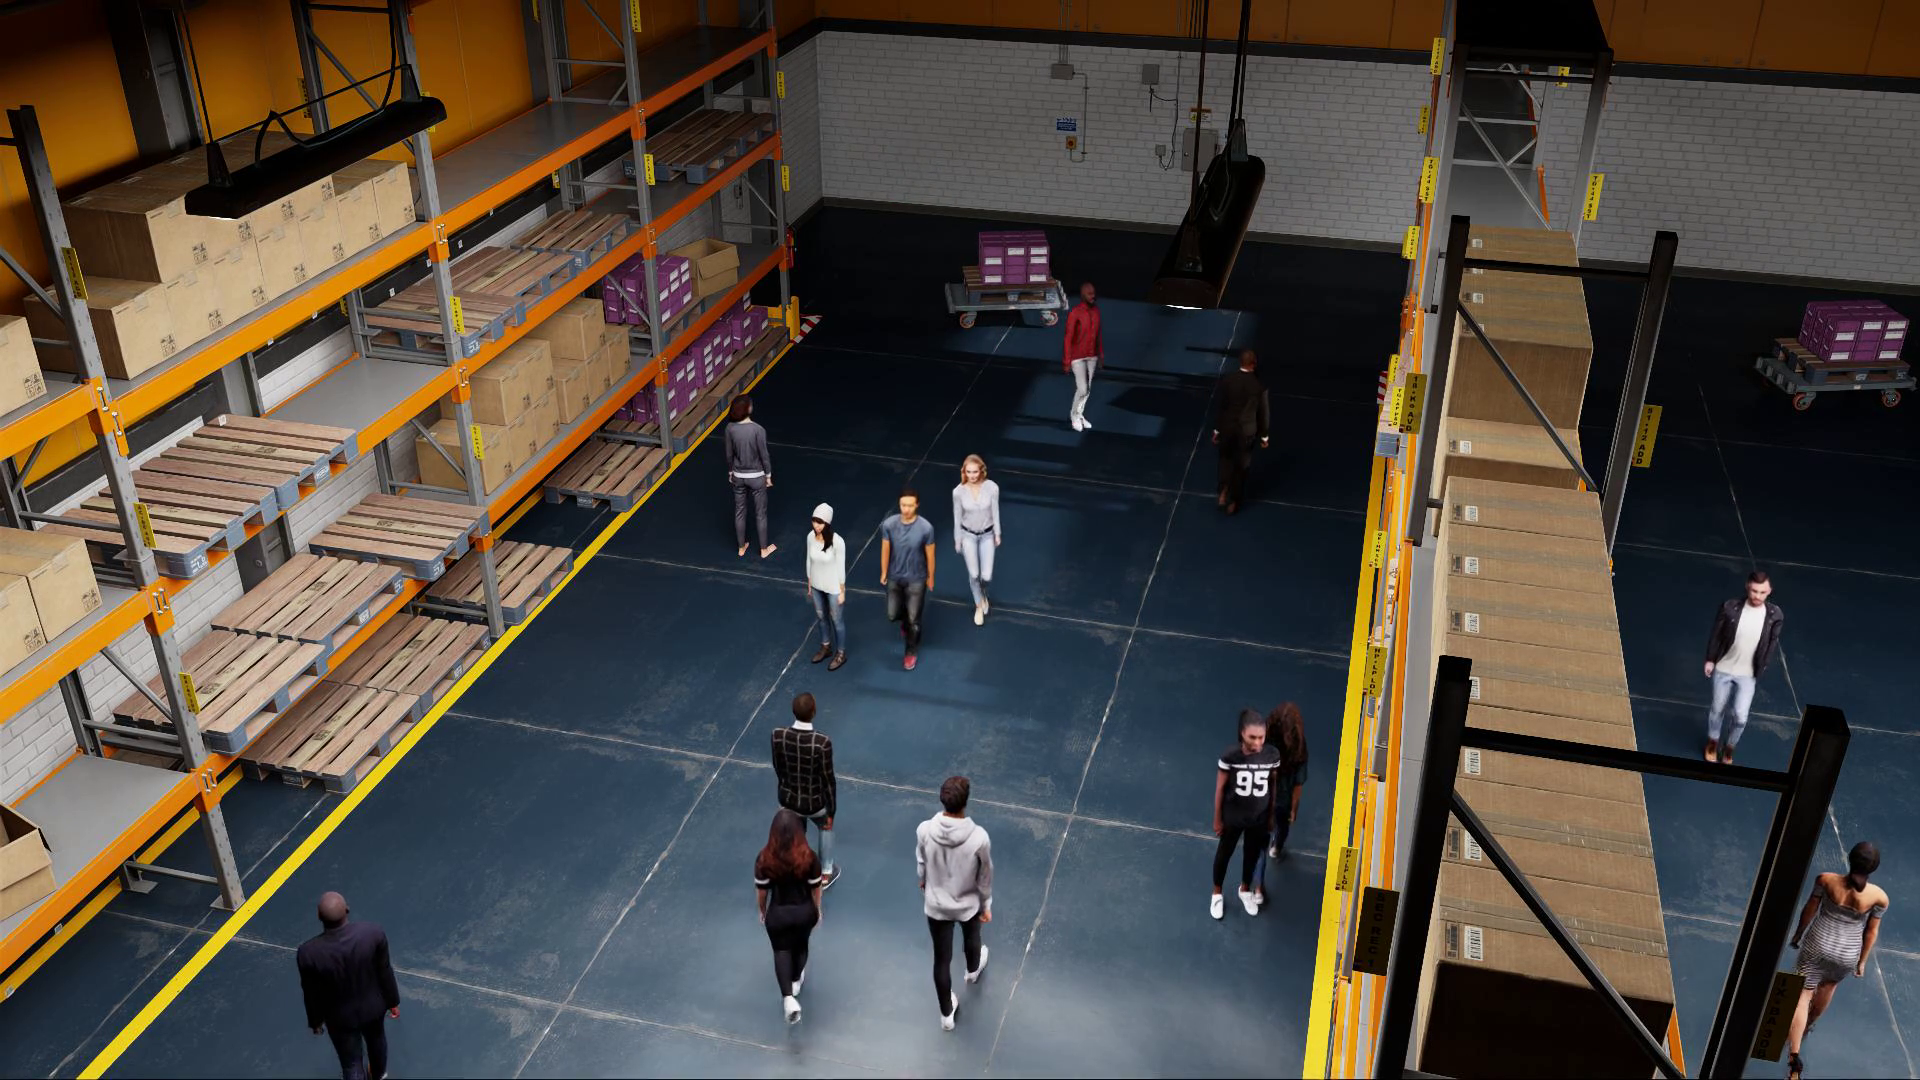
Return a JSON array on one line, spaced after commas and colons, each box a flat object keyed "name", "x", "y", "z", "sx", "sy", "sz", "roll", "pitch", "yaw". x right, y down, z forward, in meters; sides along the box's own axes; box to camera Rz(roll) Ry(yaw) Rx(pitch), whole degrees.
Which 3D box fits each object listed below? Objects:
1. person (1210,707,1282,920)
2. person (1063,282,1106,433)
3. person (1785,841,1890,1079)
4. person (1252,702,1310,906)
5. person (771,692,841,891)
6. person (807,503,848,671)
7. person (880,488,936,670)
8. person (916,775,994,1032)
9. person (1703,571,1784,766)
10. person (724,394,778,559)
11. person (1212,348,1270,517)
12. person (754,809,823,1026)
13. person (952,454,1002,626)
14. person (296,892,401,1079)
[{"name": "person", "x": 2.073, "y": 1.991, "z": 12.113, "sx": 0.682, "sy": 1.730, "sz": 0.666, "roll": -3, "pitch": 29, "yaw": -5}, {"name": "person", "x": 1.400, "y": -2.206, "z": 19.726, "sx": 0.797, "sy": 1.807, "sz": 0.881, "roll": -20, "pitch": 35, "yaw": -32}, {"name": "person", "x": 5.571, "y": 2.726, "z": 10.703, "sx": 0.775, "sy": 1.789, "sz": 1.109, "roll": 14, "pitch": 32, "yaw": 25}, {"name": "person", "x": 2.305, "y": 1.963, "z": 12.328, "sx": 0.609, "sy": 1.572, "sz": 1.076, "roll": 9, "pitch": 30, "yaw": 16}, {"name": "person", "x": -1.165, "y": 1.967, "z": 12.089, "sx": 0.697, "sy": 1.794, "sz": 0.827, "roll": 5, "pitch": 29, "yaw": 8}, {"name": "person", "x": -1.199, "y": 0.408, "z": 15.102, "sx": 0.602, "sy": 1.646, "sz": 0.566, "roll": 15, "pitch": 32, "yaw": 25}, {"name": "person", "x": -0.455, "y": 0.291, "z": 15.163, "sx": 0.678, "sy": 1.794, "sz": 0.821, "roll": 6, "pitch": 29, "yaw": 11}, {"name": "person", "x": -0.066, "y": 2.466, "z": 11.064, "sx": 0.737, "sy": 1.901, "sz": 1.001, "roll": 4, "pitch": 29, "yaw": 8}, {"name": "person", "x": 6.424, "y": 1.026, "z": 13.784, "sx": 0.693, "sy": 1.825, "sz": 0.645, "roll": 11, "pitch": 31, "yaw": 20}, {"name": "person", "x": -2.151, "y": -0.657, "z": 16.925, "sx": 0.620, "sy": 1.770, "sz": 0.511, "roll": 6, "pitch": 29, "yaw": 11}, {"name": "person", "x": 2.935, "y": -1.108, "z": 17.626, "sx": 0.777, "sy": 1.892, "sz": 0.693, "roll": 11, "pitch": 31, "yaw": 20}, {"name": "person", "x": -1.134, "y": 2.549, "z": 11.203, "sx": 0.817, "sy": 1.622, "sz": 1.043, "roll": -2, "pitch": 29, "yaw": -4}, {"name": "person", "x": 0.160, "y": -0.050, "z": 15.801, "sx": 0.690, "sy": 1.781, "sz": 0.721, "roll": 0, "pitch": 29, "yaw": -1}, {"name": "person", "x": -3.723, "y": 2.962, "z": 10.269, "sx": 1.162, "sy": 1.790, "sz": 1.224, "roll": -16, "pitch": 32, "yaw": -26}]
